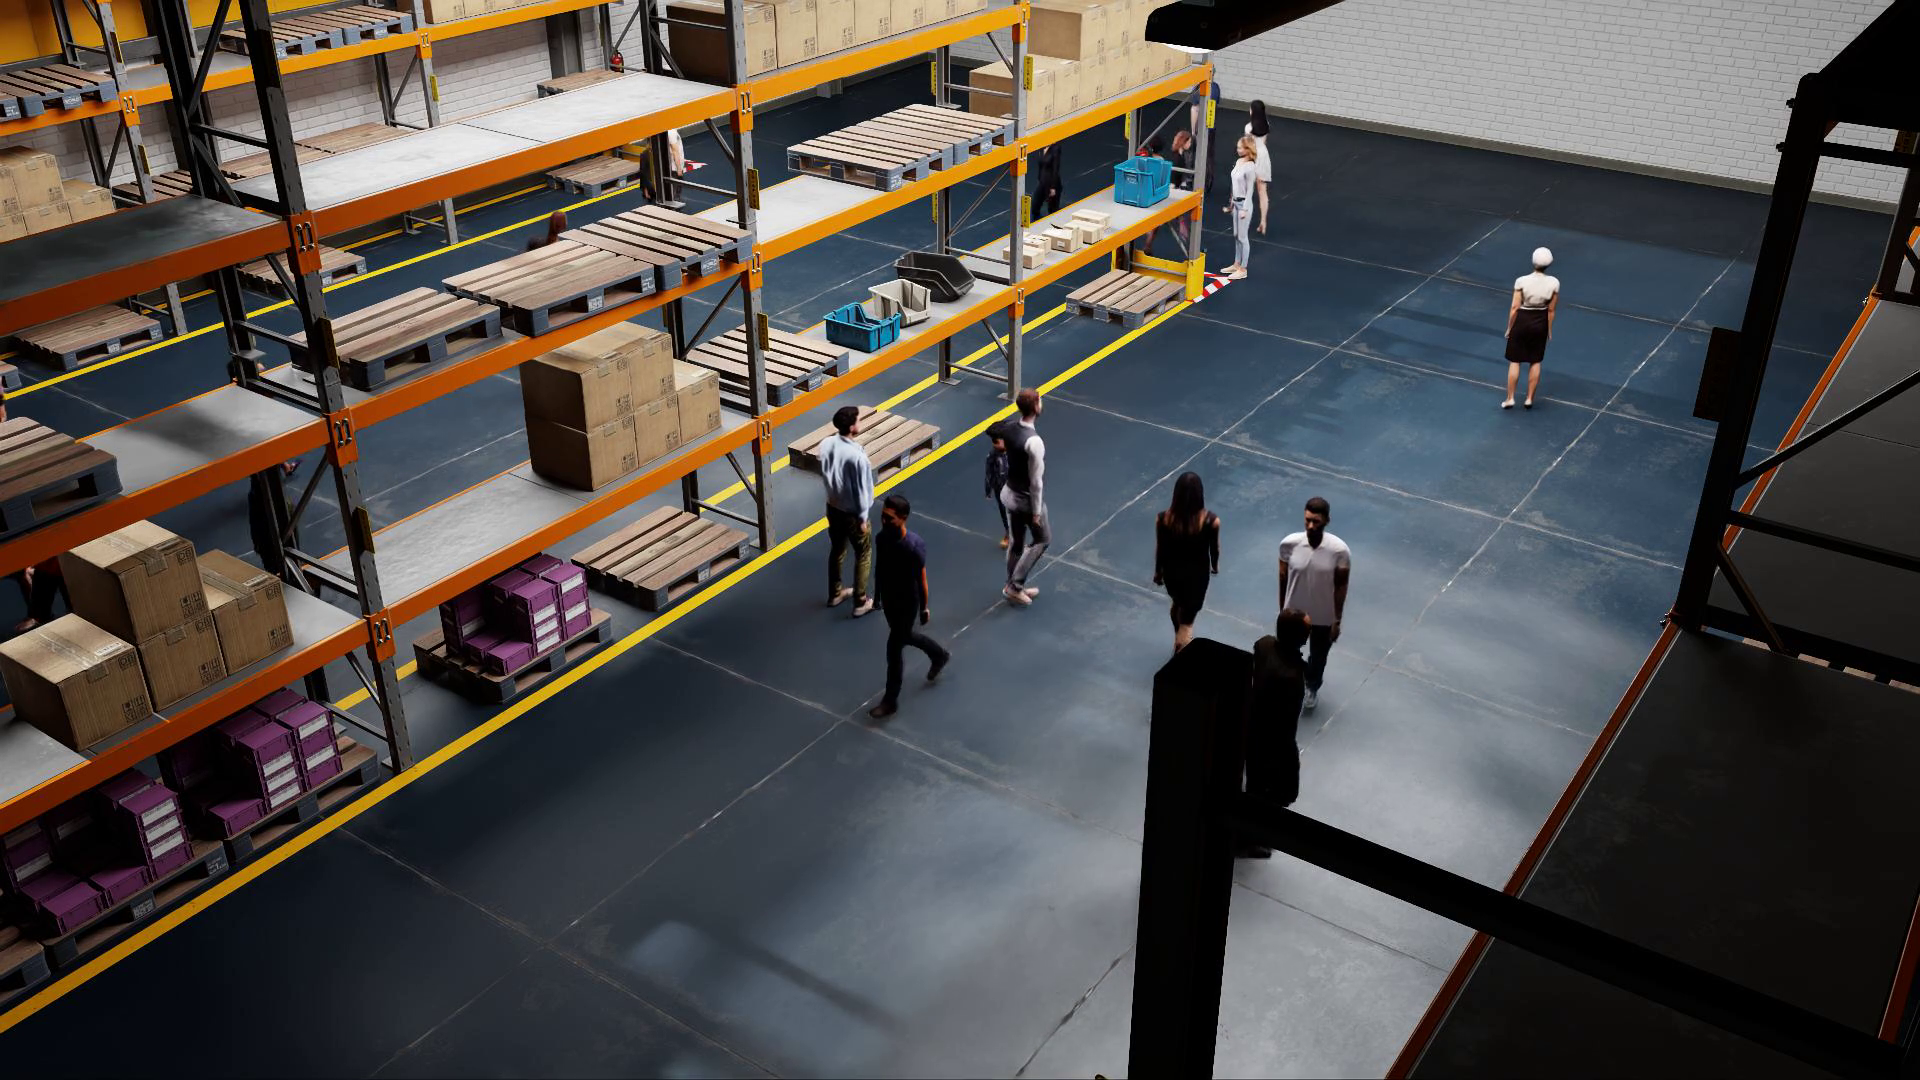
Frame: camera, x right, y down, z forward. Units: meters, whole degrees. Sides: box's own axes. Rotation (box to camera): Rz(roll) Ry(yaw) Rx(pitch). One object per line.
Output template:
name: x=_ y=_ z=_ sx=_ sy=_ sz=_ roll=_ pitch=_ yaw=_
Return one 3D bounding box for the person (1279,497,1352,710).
person: x=2.581 y=0.509 z=12.167 sx=0.864 sy=1.812 sz=1.212 roll=11 pitch=30 yaw=19

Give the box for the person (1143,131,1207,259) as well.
person: x=2.600 y=-4.375 z=21.283 sx=1.065 sy=1.656 sz=1.075 roll=1 pitch=29 yaw=1

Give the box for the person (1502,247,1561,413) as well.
person: x=5.857 y=-2.153 z=17.108 sx=0.699 sy=1.755 sz=0.687 roll=3 pitch=29 yaw=6

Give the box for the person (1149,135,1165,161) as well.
person: x=2.640 y=-4.834 z=22.552 sx=0.727 sy=1.248 sz=0.658 roll=-22 pitch=35 yaw=-34

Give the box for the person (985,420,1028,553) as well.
person: x=0.440 y=-0.486 z=14.595 sx=0.594 sy=1.233 sz=0.603 roll=4 pitch=29 yaw=8

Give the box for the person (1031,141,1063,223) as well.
person: x=1.221 y=-4.593 z=21.639 sx=0.670 sy=1.698 sz=0.650 roll=-24 pitch=37 yaw=-36

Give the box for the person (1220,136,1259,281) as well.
person: x=3.516 y=-4.147 z=20.722 sx=0.714 sy=1.794 sz=0.662 roll=-6 pitch=29 yaw=-11

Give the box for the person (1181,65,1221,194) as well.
person: x=3.550 y=-5.879 z=23.840 sx=0.853 sy=1.850 sz=0.911 roll=-11 pitch=30 yaw=-19

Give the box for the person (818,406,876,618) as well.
person: x=-0.935 y=-0.243 z=13.554 sx=0.604 sy=1.805 sz=0.700 roll=-24 pitch=36 yaw=-36

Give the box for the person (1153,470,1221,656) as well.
person: x=1.706 y=0.346 z=12.621 sx=0.797 sy=1.664 sz=1.127 roll=10 pitch=30 yaw=17

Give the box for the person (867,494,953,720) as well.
person: x=-0.364 y=0.436 z=12.357 sx=1.189 sy=1.759 sz=0.834 roll=-23 pitch=36 yaw=-35

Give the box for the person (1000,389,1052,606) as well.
person: x=0.440 y=-0.315 z=13.564 sx=0.795 sy=1.920 sz=0.768 roll=-16 pitch=33 yaw=-27

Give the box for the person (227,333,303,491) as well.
person: x=-6.551 y=-1.123 z=15.326 sx=0.698 sy=1.652 sz=0.995 roll=13 pitch=31 yaw=22

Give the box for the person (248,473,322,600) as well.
person: x=-5.468 y=0.026 z=13.420 sx=0.648 sy=1.461 sz=0.925 roll=14 pitch=31 yaw=23

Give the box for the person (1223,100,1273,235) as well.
person: x=4.007 y=-4.966 z=22.300 sx=1.204 sy=1.721 sz=1.098 roll=-12 pitch=31 yaw=-20

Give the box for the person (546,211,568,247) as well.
person: x=-4.569 y=-3.003 z=18.962 sx=0.546 sy=1.470 sz=0.873 roll=19 pitch=34 yaw=31

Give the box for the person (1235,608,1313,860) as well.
person: x=1.893 y=1.269 z=10.694 sx=0.941 sy=1.889 sz=0.886 roll=-6 pitch=29 yaw=-12
